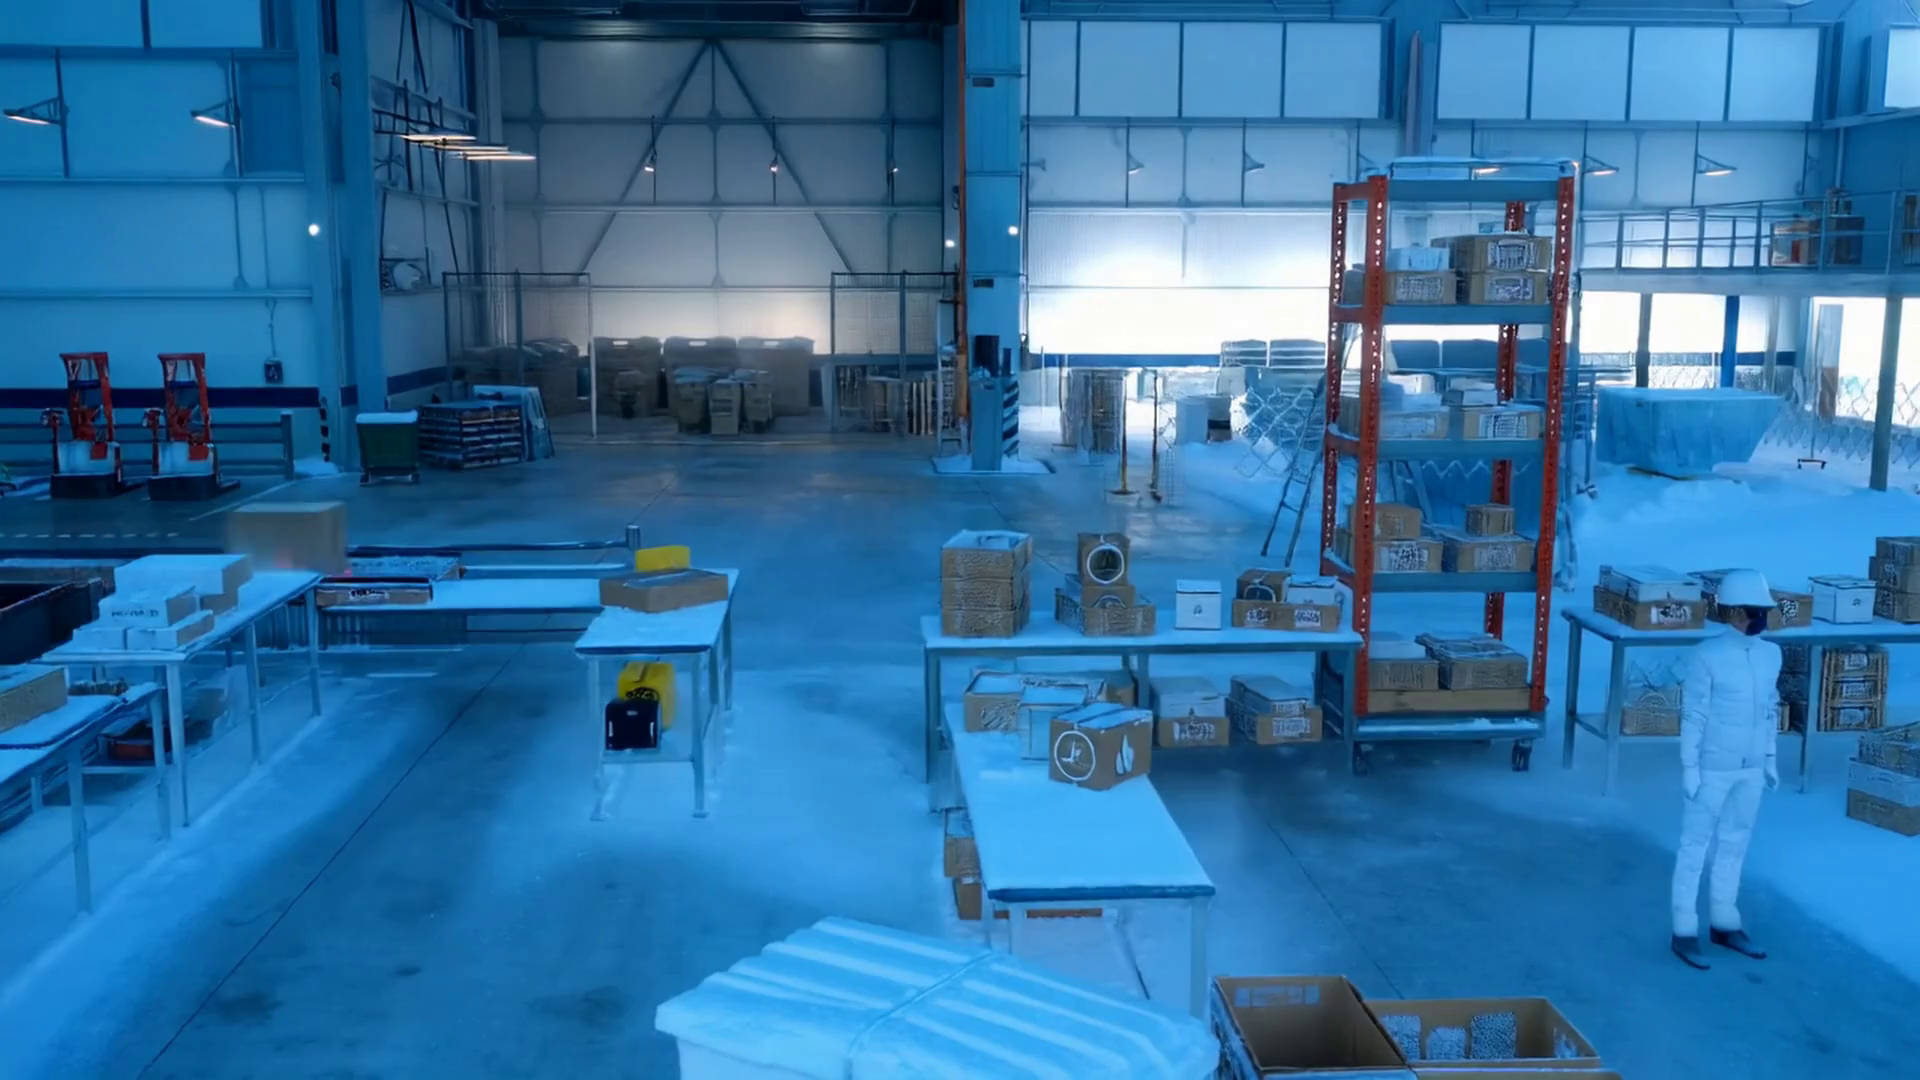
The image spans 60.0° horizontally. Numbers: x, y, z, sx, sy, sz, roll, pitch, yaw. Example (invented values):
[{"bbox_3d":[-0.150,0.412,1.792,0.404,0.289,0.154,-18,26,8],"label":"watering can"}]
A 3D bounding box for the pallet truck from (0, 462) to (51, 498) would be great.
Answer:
[{"bbox_3d":[-13.193,-1.293,23.148,0.653,1.274,1.630,-1,9,-4],"label":"pallet truck"}]

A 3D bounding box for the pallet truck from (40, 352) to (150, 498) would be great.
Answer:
[{"bbox_3d":[-11.907,-1.642,23.165,0.823,1.965,1.885,0,9,0],"label":"pallet truck"}]

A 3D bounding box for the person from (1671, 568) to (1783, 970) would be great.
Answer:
[{"bbox_3d":[3.391,0.994,7.326,0.525,1.772,0.306,-3,10,-21],"label":"person"}]

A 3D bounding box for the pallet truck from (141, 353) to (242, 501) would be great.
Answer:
[{"bbox_3d":[-10.520,-1.604,22.925,0.823,1.965,1.885,-1,9,-6],"label":"pallet truck"}]
